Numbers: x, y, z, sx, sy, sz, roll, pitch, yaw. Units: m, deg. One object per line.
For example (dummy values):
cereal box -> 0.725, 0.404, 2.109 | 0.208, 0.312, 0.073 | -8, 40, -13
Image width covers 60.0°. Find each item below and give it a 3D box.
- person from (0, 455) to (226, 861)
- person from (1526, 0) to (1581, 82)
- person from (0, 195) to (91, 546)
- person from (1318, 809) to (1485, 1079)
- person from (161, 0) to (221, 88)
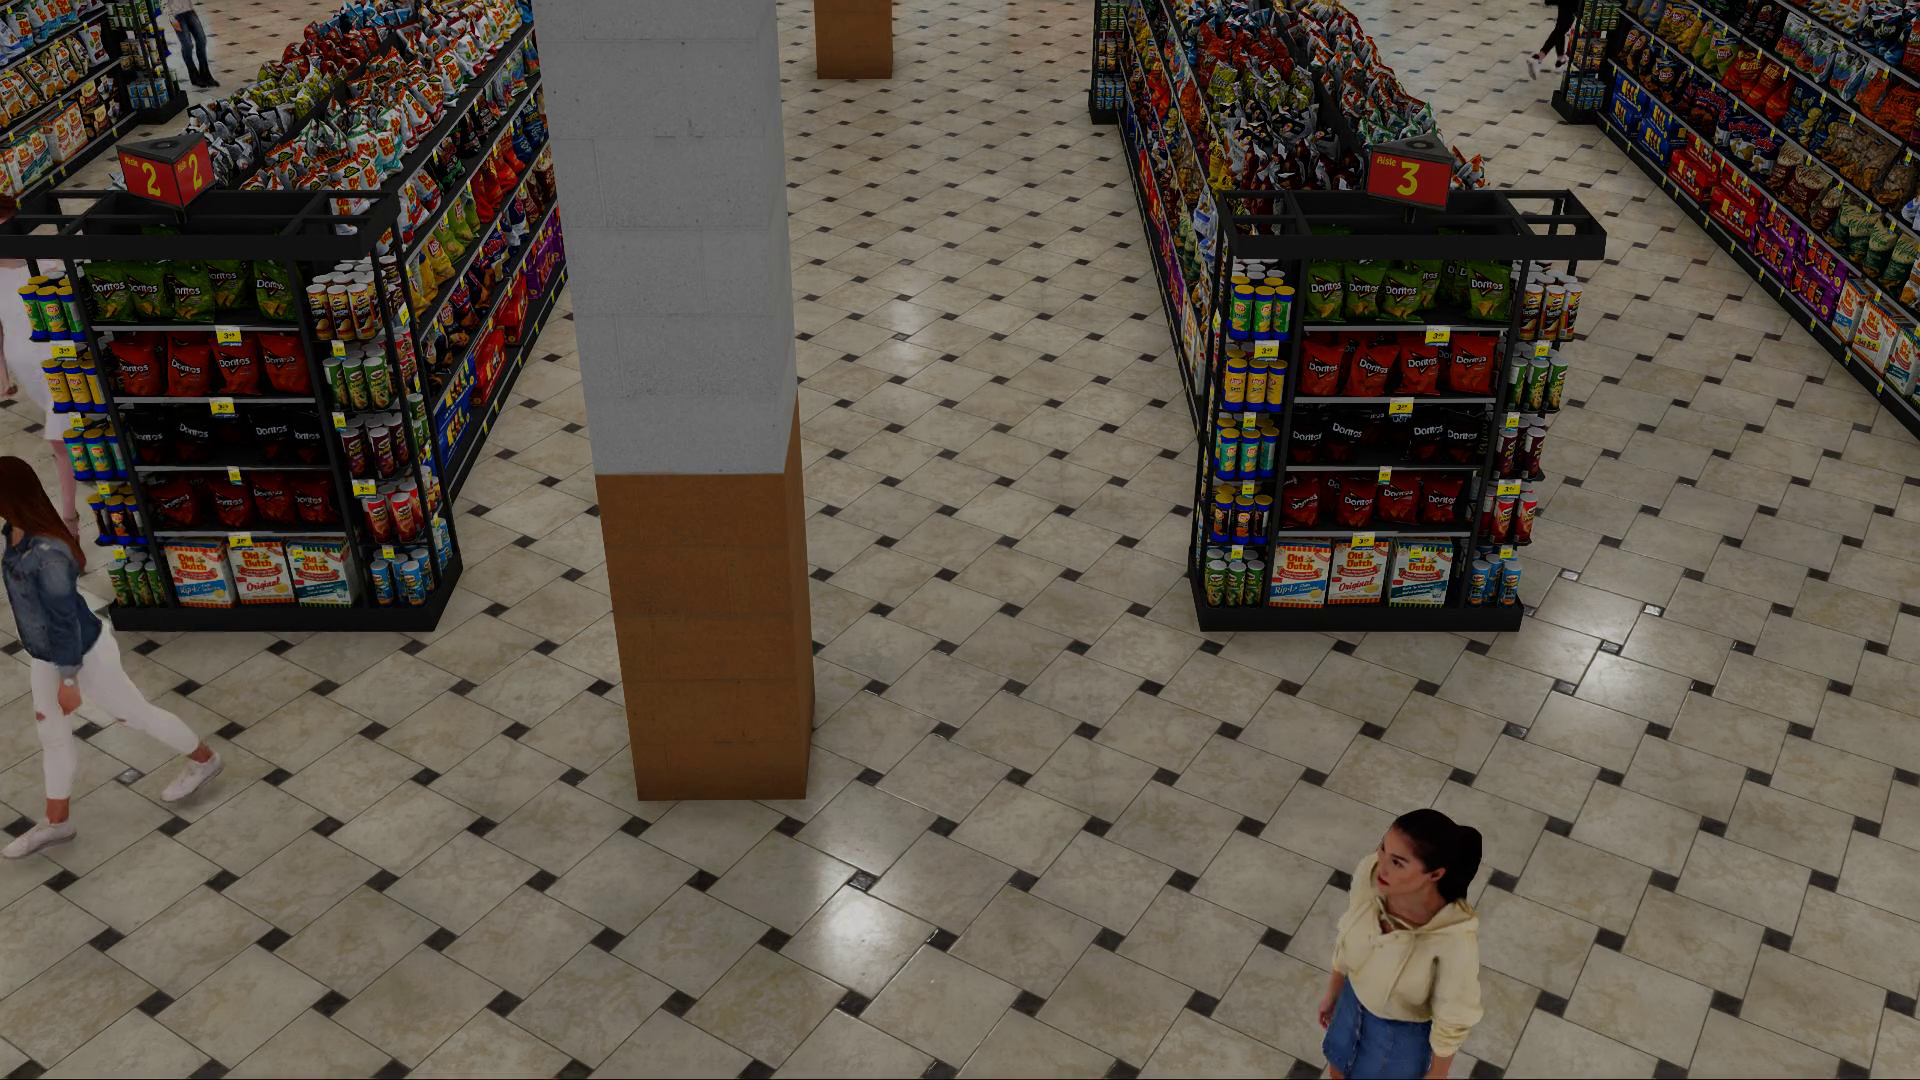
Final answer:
person -> -3.296, 0.415, 6.388 | 1.087, 1.656, 1.149 | 28, 41, 37
person -> 5.469, -5.018, 15.013 | 1.173, 1.770, 1.141 | -25, 40, -35
person -> -4.548, -0.875, 8.372 | 0.560, 1.752, 1.095 | 0, 32, 0
person -> 1.298, 1.404, 4.834 | 0.862, 1.620, 0.841 | -12, 34, -19
person -> -7.053, -4.709, 14.963 | 0.668, 1.299, 0.595 | 14, 35, 22
